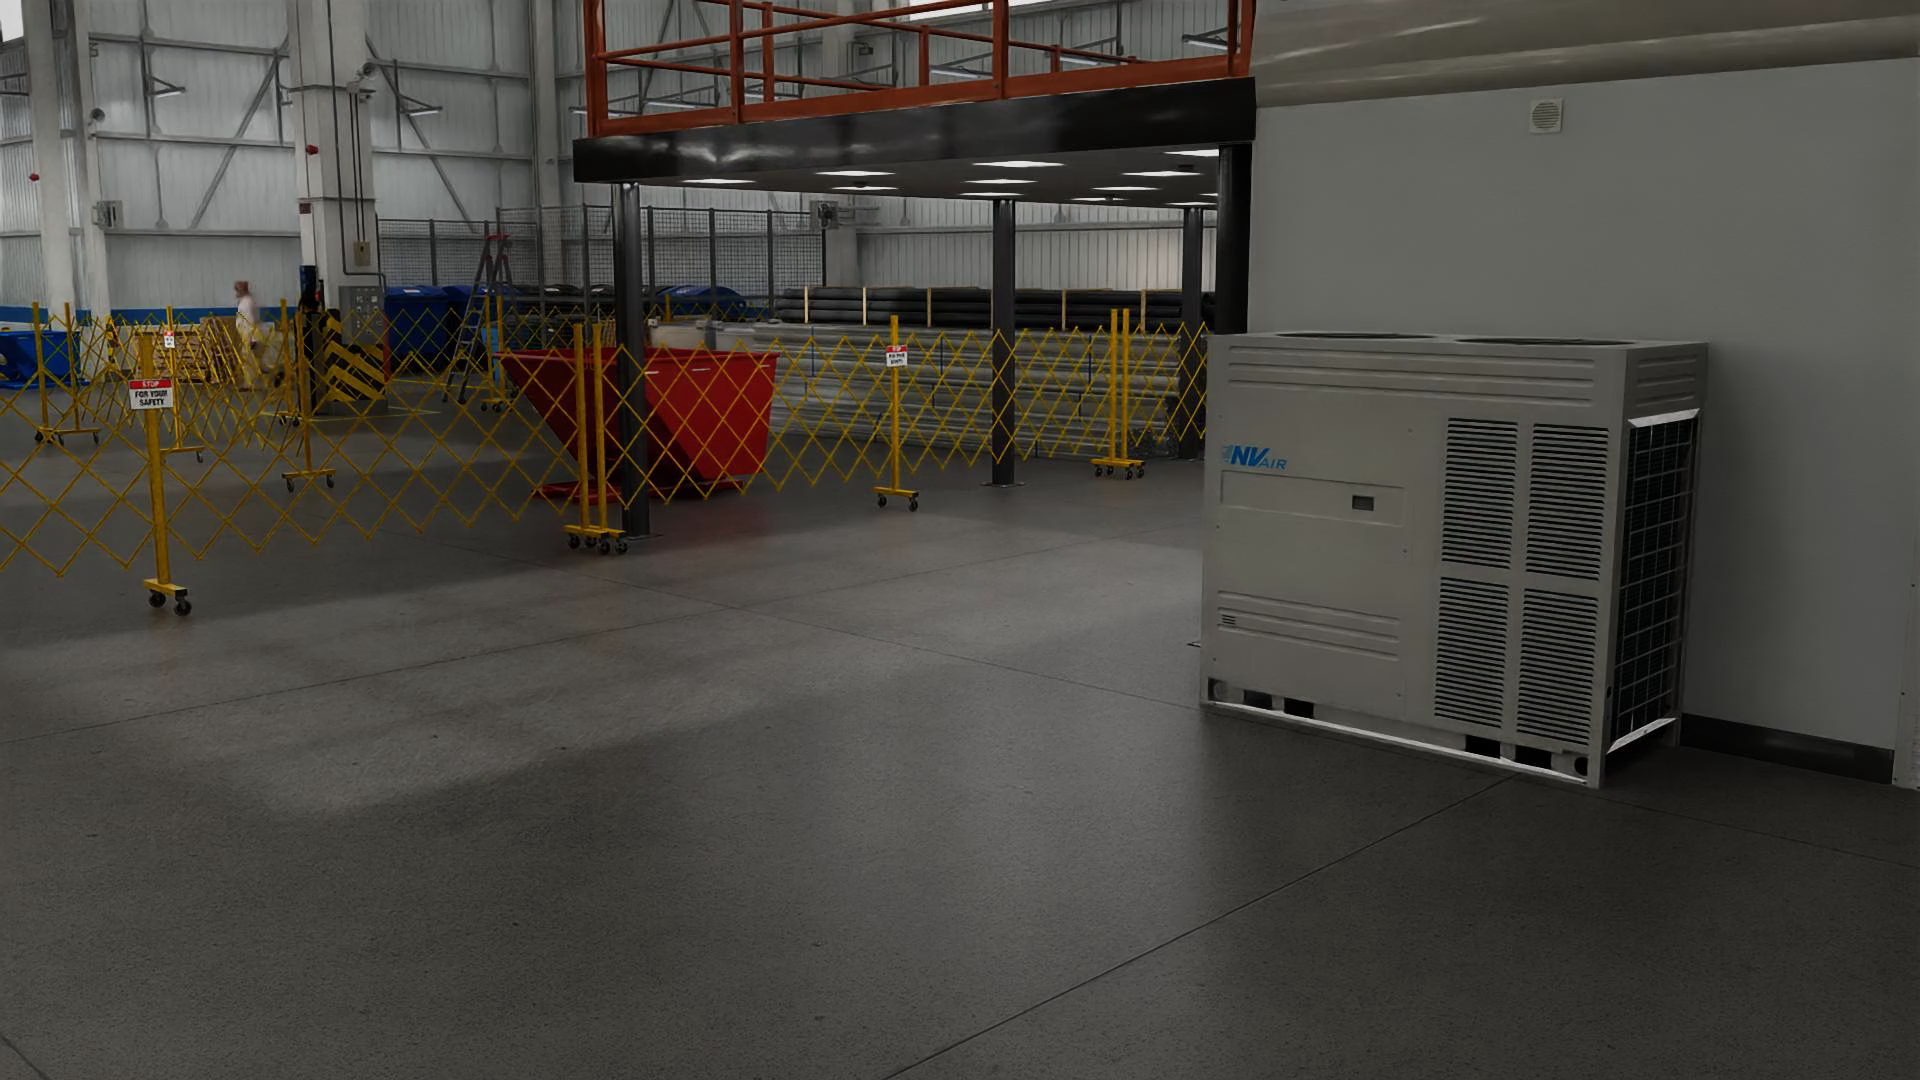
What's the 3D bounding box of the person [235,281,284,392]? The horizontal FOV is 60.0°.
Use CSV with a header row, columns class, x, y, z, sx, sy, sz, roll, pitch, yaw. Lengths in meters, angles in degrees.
class,x,y,z,sx,sy,sz,roll,pitch,yaw
person,-11.877,-3.433,28.053,0.678,1.881,0.677,-2,10,-13
